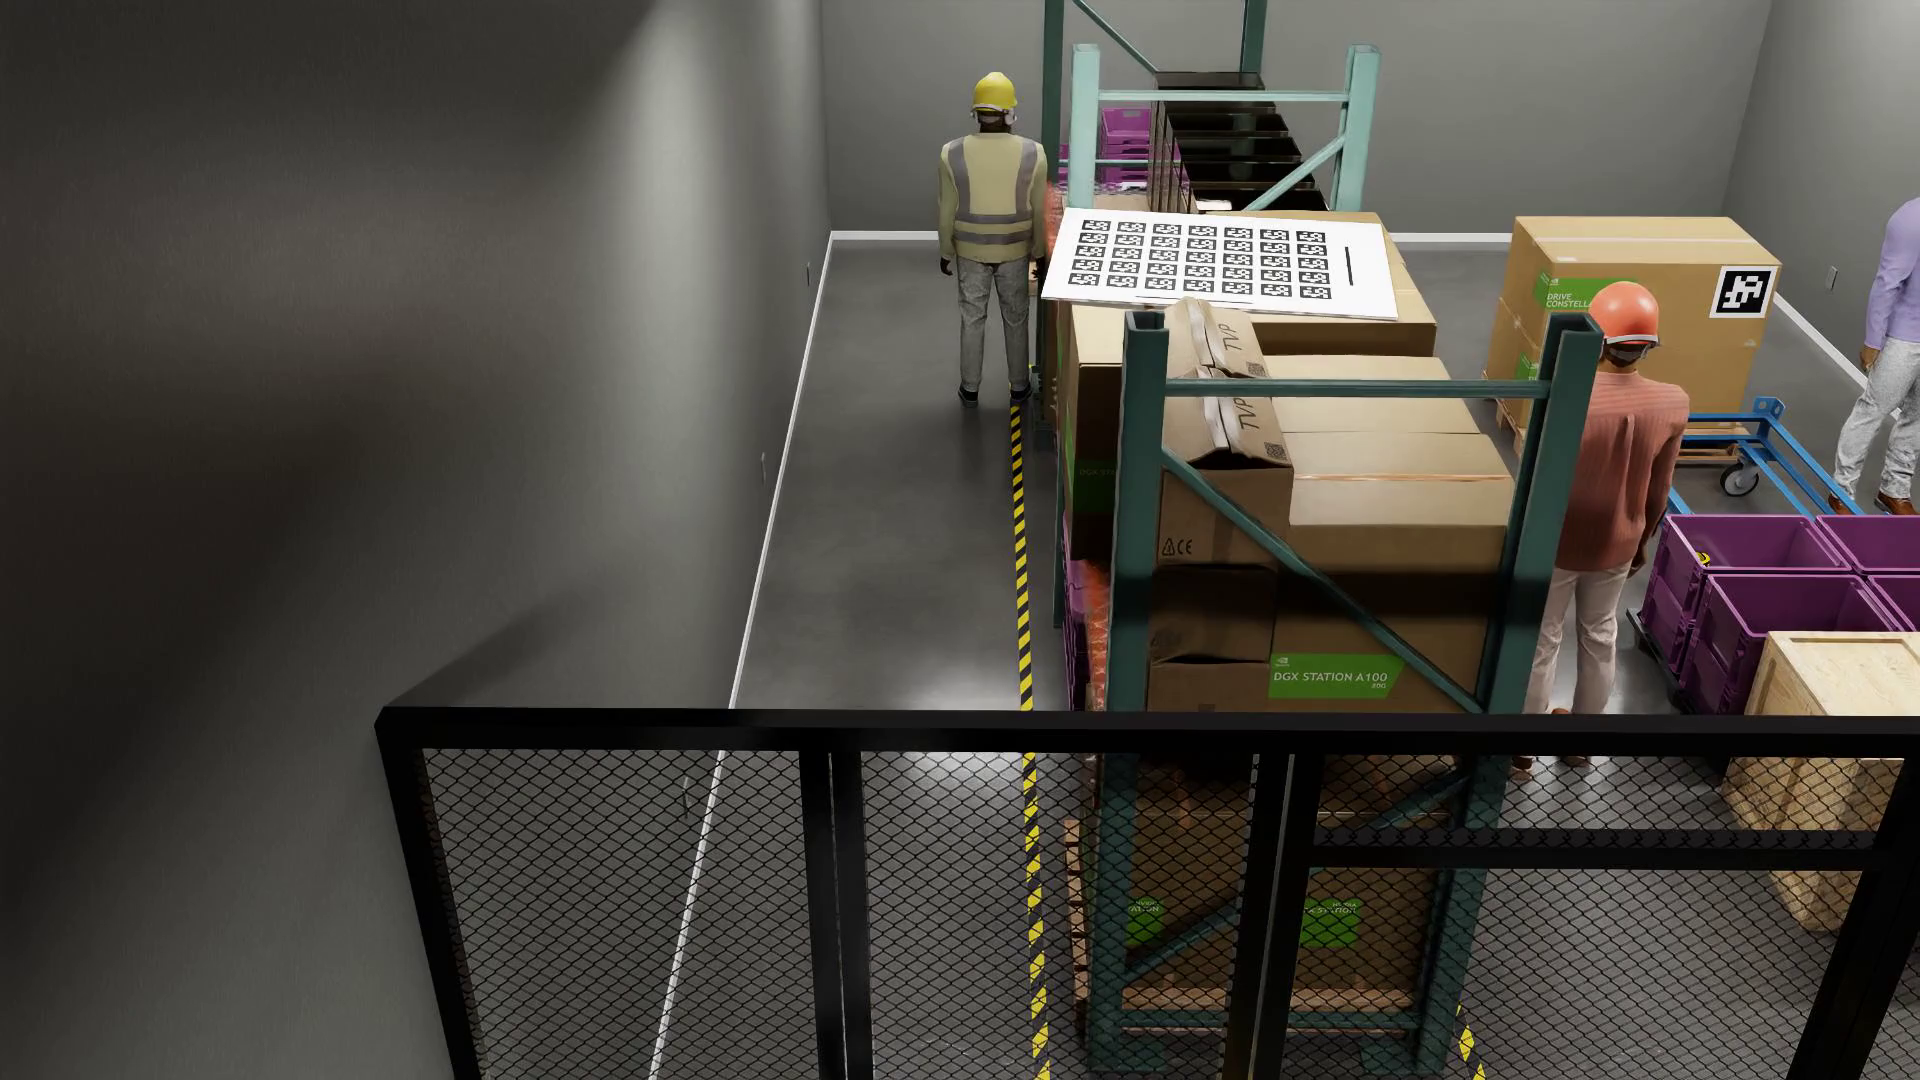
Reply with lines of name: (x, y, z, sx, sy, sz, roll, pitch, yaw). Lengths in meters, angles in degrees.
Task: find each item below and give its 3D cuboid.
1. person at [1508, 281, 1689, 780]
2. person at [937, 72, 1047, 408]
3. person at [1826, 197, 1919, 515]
person: (2.291, -0.007, 6.172, 0.621, 1.992, 0.397, -7, 32, -12)
person: (0.178, -1.590, 8.960, 0.597, 1.828, 0.403, 0, 31, 0)
person: (4.528, -0.943, 7.785, 0.631, 1.936, 0.372, -1, 31, -2)
